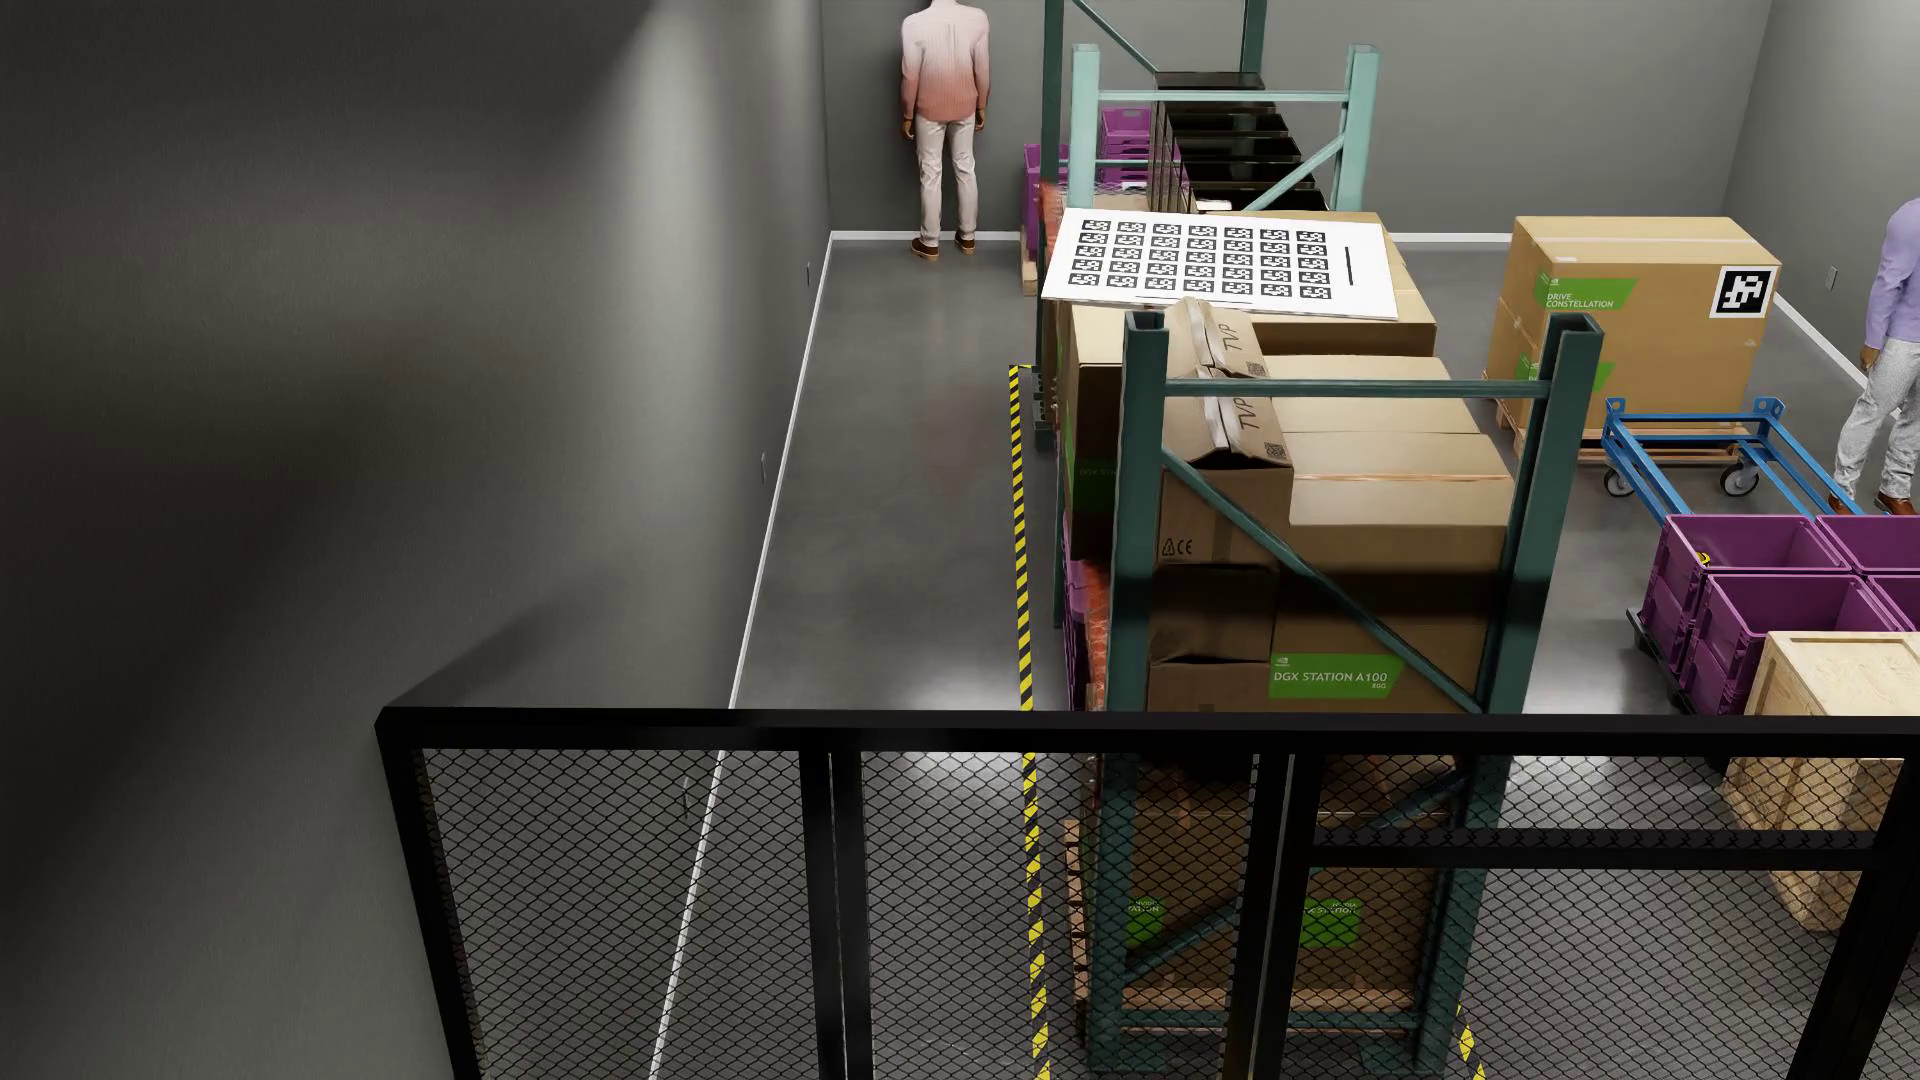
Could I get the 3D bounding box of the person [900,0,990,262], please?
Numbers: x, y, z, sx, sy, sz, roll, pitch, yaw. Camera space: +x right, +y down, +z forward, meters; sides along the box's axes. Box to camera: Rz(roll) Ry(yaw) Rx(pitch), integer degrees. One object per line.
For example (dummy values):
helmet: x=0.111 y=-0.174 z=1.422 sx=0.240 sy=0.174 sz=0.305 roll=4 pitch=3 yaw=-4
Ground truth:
person: x=-0.104 y=-2.816 z=10.838 sx=0.622 sy=1.993 sz=0.381 roll=-13 pitch=33 yaw=-20

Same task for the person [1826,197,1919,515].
person: x=4.530 y=-0.945 z=7.784 sx=0.632 sy=1.940 sz=0.372 roll=-1 pitch=31 yaw=-2
